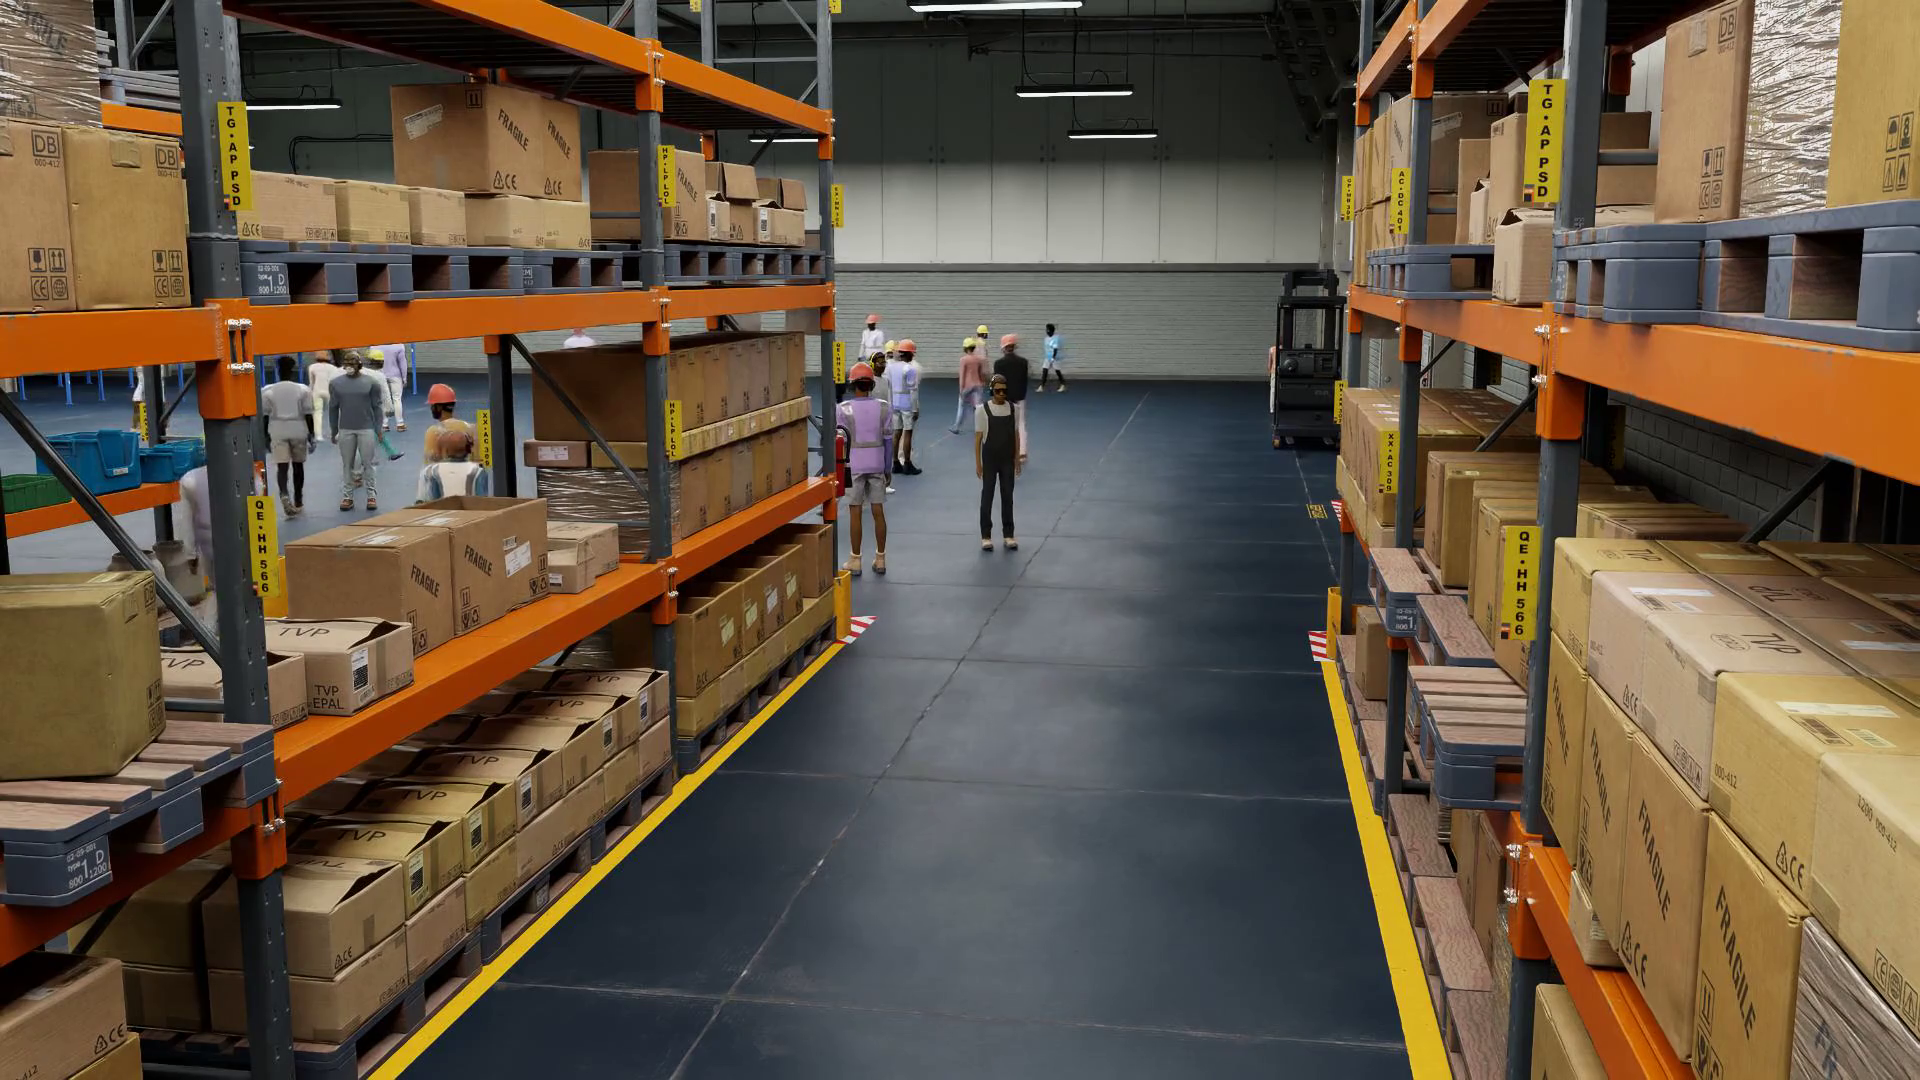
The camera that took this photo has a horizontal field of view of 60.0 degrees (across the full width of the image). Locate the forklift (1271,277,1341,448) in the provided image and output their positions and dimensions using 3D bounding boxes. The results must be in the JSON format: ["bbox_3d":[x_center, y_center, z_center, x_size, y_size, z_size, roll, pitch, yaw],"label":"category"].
[{"bbox_3d":[5.847,-3.016,27.970,1.129,2.768,1.873,1,9,9],"label":"forklift"}]

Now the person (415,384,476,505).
[{"bbox_3d":[-4.674,-0.445,14.965,0.809,1.906,0.565,3,10,17],"label":"person"}]

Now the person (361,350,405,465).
[{"bbox_3d":[-8.729,-2.005,25.118,0.552,1.721,0.867,8,12,40],"label":"person"}]

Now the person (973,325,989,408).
[{"bbox_3d":[0.454,-3.649,35.165,0.324,1.769,0.523,-3,10,-17],"label":"person"}]

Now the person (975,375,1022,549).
[{"bbox_3d":[0.402,-0.825,17.532,0.505,1.840,0.329,-3,10,-20],"label":"person"}]

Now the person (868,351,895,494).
[{"bbox_3d":[-1.067,-1.533,21.798,0.326,1.872,0.518,7,11,36],"label":"person"}]

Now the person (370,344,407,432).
[{"bbox_3d":[-10.390,-2.947,30.302,0.636,1.938,0.354,0,9,-3],"label":"person"}]

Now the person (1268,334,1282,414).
[{"bbox_3d":[6.535,-3.393,33.981,0.512,1.639,0.312,8,12,41],"label":"person"}]

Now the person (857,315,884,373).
[{"bbox_3d":[-2.037,-4.311,38.911,0.559,1.891,1.007,7,12,38],"label":"person"}]

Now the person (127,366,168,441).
[{"bbox_3d":[-13.935,-2.656,28.301,0.632,2.000,0.968,5,10,28],"label":"person"}]

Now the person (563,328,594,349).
[{"bbox_3d":[-7.596,-3.366,33.169,0.655,1.850,1.028,-4,10,-24],"label":"person"}]

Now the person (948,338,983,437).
[{"bbox_3d":[0.131,-2.695,29.413,0.551,1.724,0.893,-7,11,-35],"label":"person"}]

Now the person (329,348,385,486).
[{"bbox_3d":[-8.266,-1.711,22.841,0.649,1.878,1.045,0,9,0],"label":"person"}]

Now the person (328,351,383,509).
[{"bbox_3d":[-7.415,-1.346,20.431,0.638,1.936,0.356,-2,9,-10],"label":"person"}]

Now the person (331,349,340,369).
[{"bbox_3d":[-18.072,-5.778,47.584,0.688,2.000,0.539,-9,13,-43],"label":"person"}]

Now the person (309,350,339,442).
[{"bbox_3d":[-10.950,-2.506,28.661,0.500,1.588,0.858,-1,9,-7],"label":"person"}]

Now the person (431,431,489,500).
[{"bbox_3d":[-4.097,-0.107,13.800,0.545,1.595,0.822,1,9,8],"label":"person"}]

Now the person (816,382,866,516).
[{"bbox_3d":[-1.435,-1.149,20.085,0.539,1.658,0.862,9,13,43],"label":"person"}]

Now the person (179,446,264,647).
[{"bbox_3d":[-5.339,0.057,12.147,0.598,1.817,0.456,0,9,0],"label":"person"}]

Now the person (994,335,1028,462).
[{"bbox_3d":[0.776,-2.177,25.571,0.607,1.943,1.045,-4,10,-21],"label":"person"}]

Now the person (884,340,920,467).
[{"bbox_3d":[-0.885,-2.049,24.929,0.644,1.891,0.474,6,11,33],"label":"person"}]

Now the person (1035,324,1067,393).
[{"bbox_3d":[2.219,-4.347,39.841,0.862,1.656,0.538,-7,11,-35],"label":"person"}]

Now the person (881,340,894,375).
[{"bbox_3d":[-1.052,-2.201,26.028,0.588,1.835,0.404,-3,10,-17],"label":"person"}]

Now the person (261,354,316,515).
[{"bbox_3d":[-8.081,-1.264,20.007,0.604,1.924,0.936,-4,10,-21],"label":"person"}]

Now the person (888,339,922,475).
[{"bbox_3d":[-0.781,-1.923,24.003,0.377,1.932,0.552,-8,12,-41],"label":"person"}]

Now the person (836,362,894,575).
[{"bbox_3d":[-0.943,-0.696,16.095,0.605,2.045,0.378,-4,10,-23],"label":"person"}]
